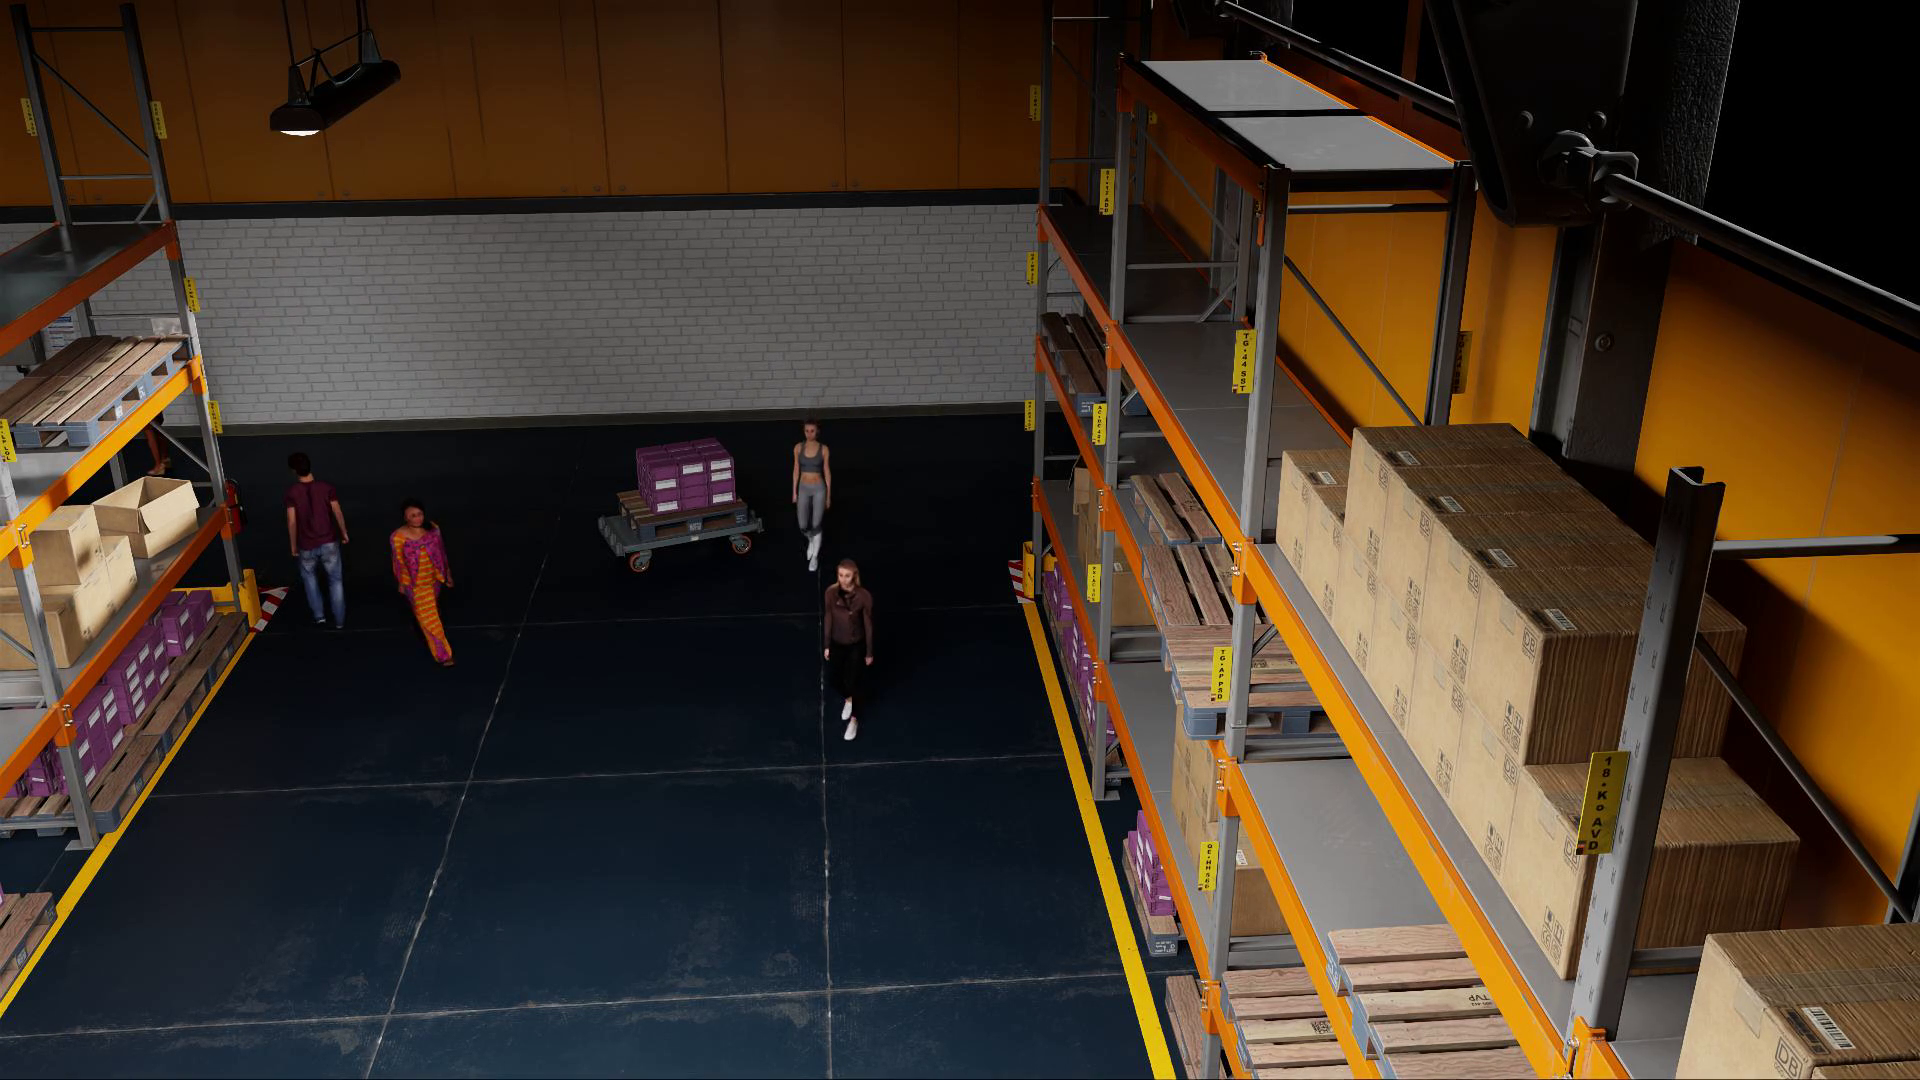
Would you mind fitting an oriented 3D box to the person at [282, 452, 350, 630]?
[{"bbox_3d":[-6.329,0.045,16.365,0.782,1.836,0.748,-7,25,-16],"label":"person"}]

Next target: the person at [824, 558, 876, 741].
[{"bbox_3d":[-0.948,0.909,14.574,0.732,1.688,0.790,6,24,14],"label":"person"}]

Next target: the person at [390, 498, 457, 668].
[{"bbox_3d":[-5.155,0.329,15.912,1.117,1.678,1.232,-21,32,-40],"label":"person"}]

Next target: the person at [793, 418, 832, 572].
[{"bbox_3d":[-1.567,-0.521,17.831,0.644,1.699,0.714,2,24,5],"label":"person"}]
